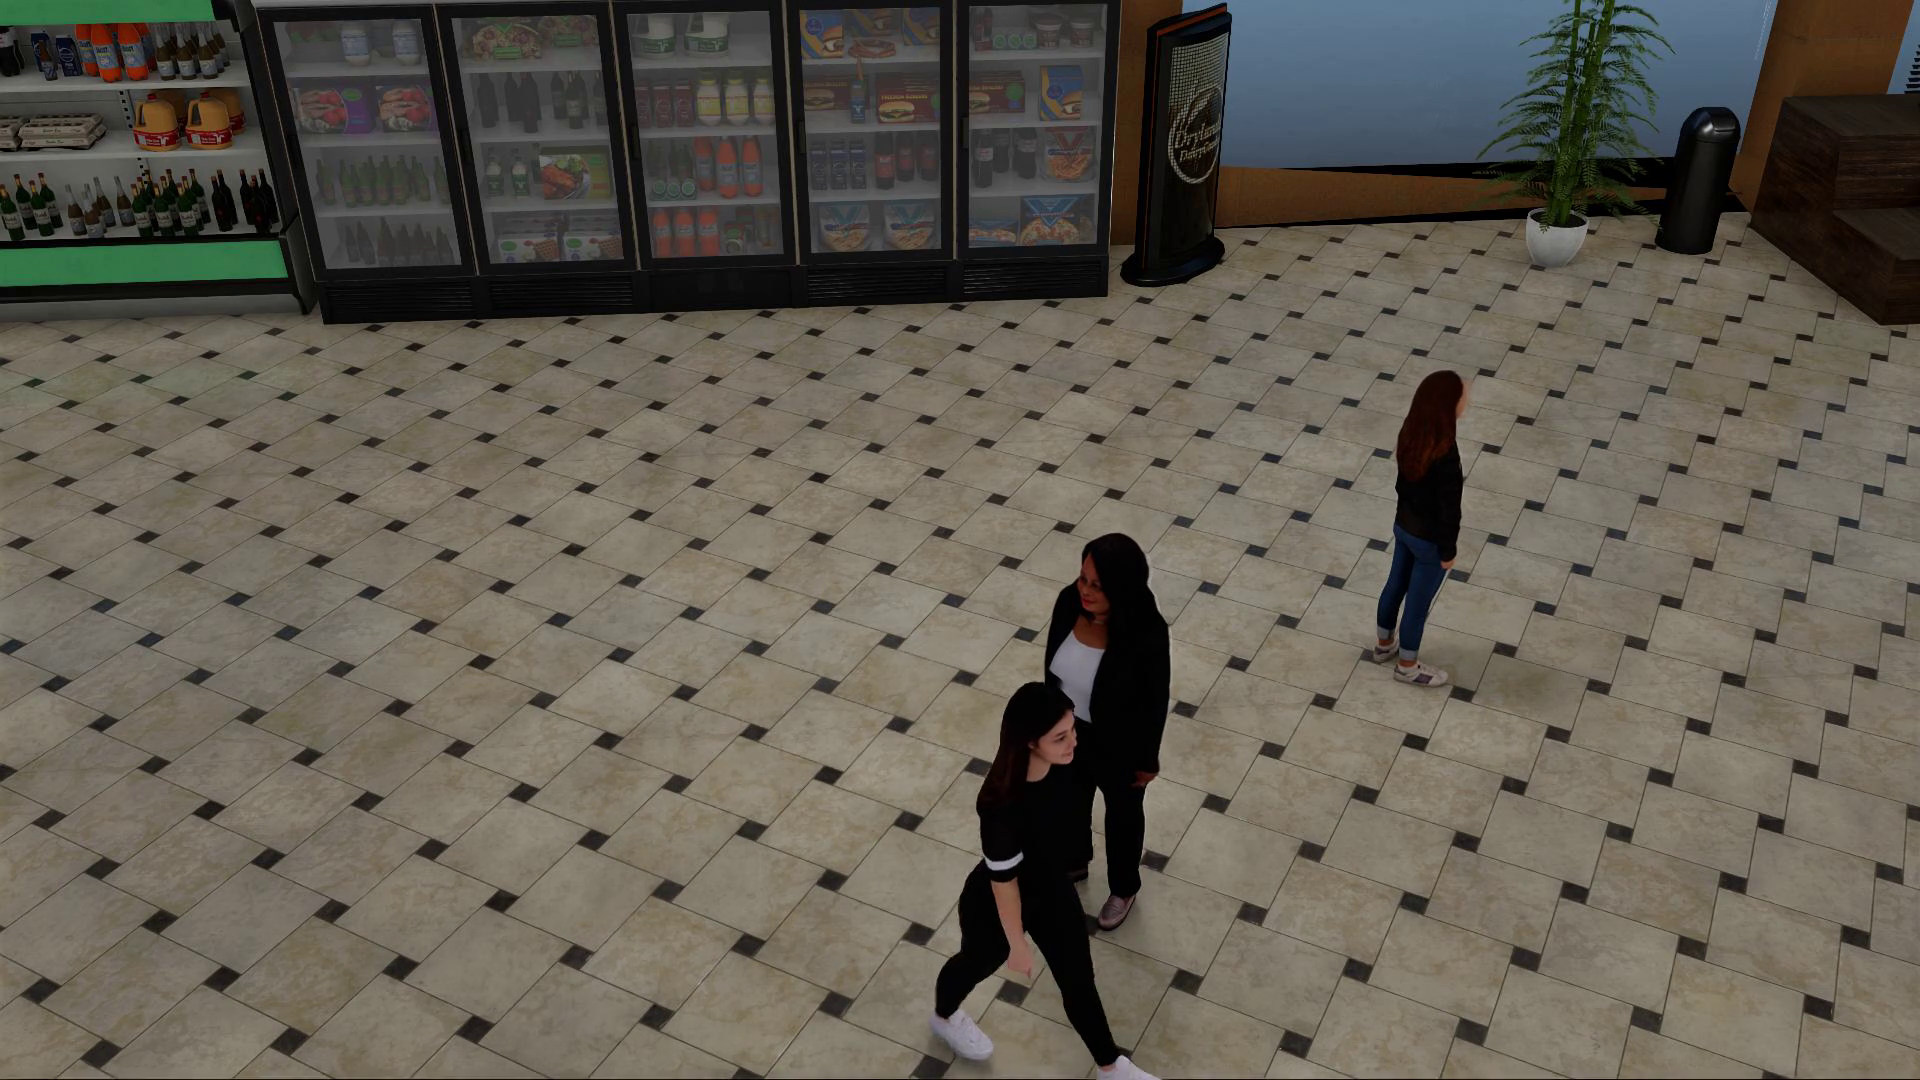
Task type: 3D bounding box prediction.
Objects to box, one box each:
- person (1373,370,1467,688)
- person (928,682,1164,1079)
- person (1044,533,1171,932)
[{"bbox_3d":[1.993,-0.055,7.165,0.579,1.484,0.602,-10,33,-15],"label":"person"},{"bbox_3d":[0.117,1.098,5.209,1.186,1.592,1.026,17,36,25],"label":"person"},{"bbox_3d":[0.508,0.665,5.883,0.760,1.617,0.826,22,38,31],"label":"person"}]
